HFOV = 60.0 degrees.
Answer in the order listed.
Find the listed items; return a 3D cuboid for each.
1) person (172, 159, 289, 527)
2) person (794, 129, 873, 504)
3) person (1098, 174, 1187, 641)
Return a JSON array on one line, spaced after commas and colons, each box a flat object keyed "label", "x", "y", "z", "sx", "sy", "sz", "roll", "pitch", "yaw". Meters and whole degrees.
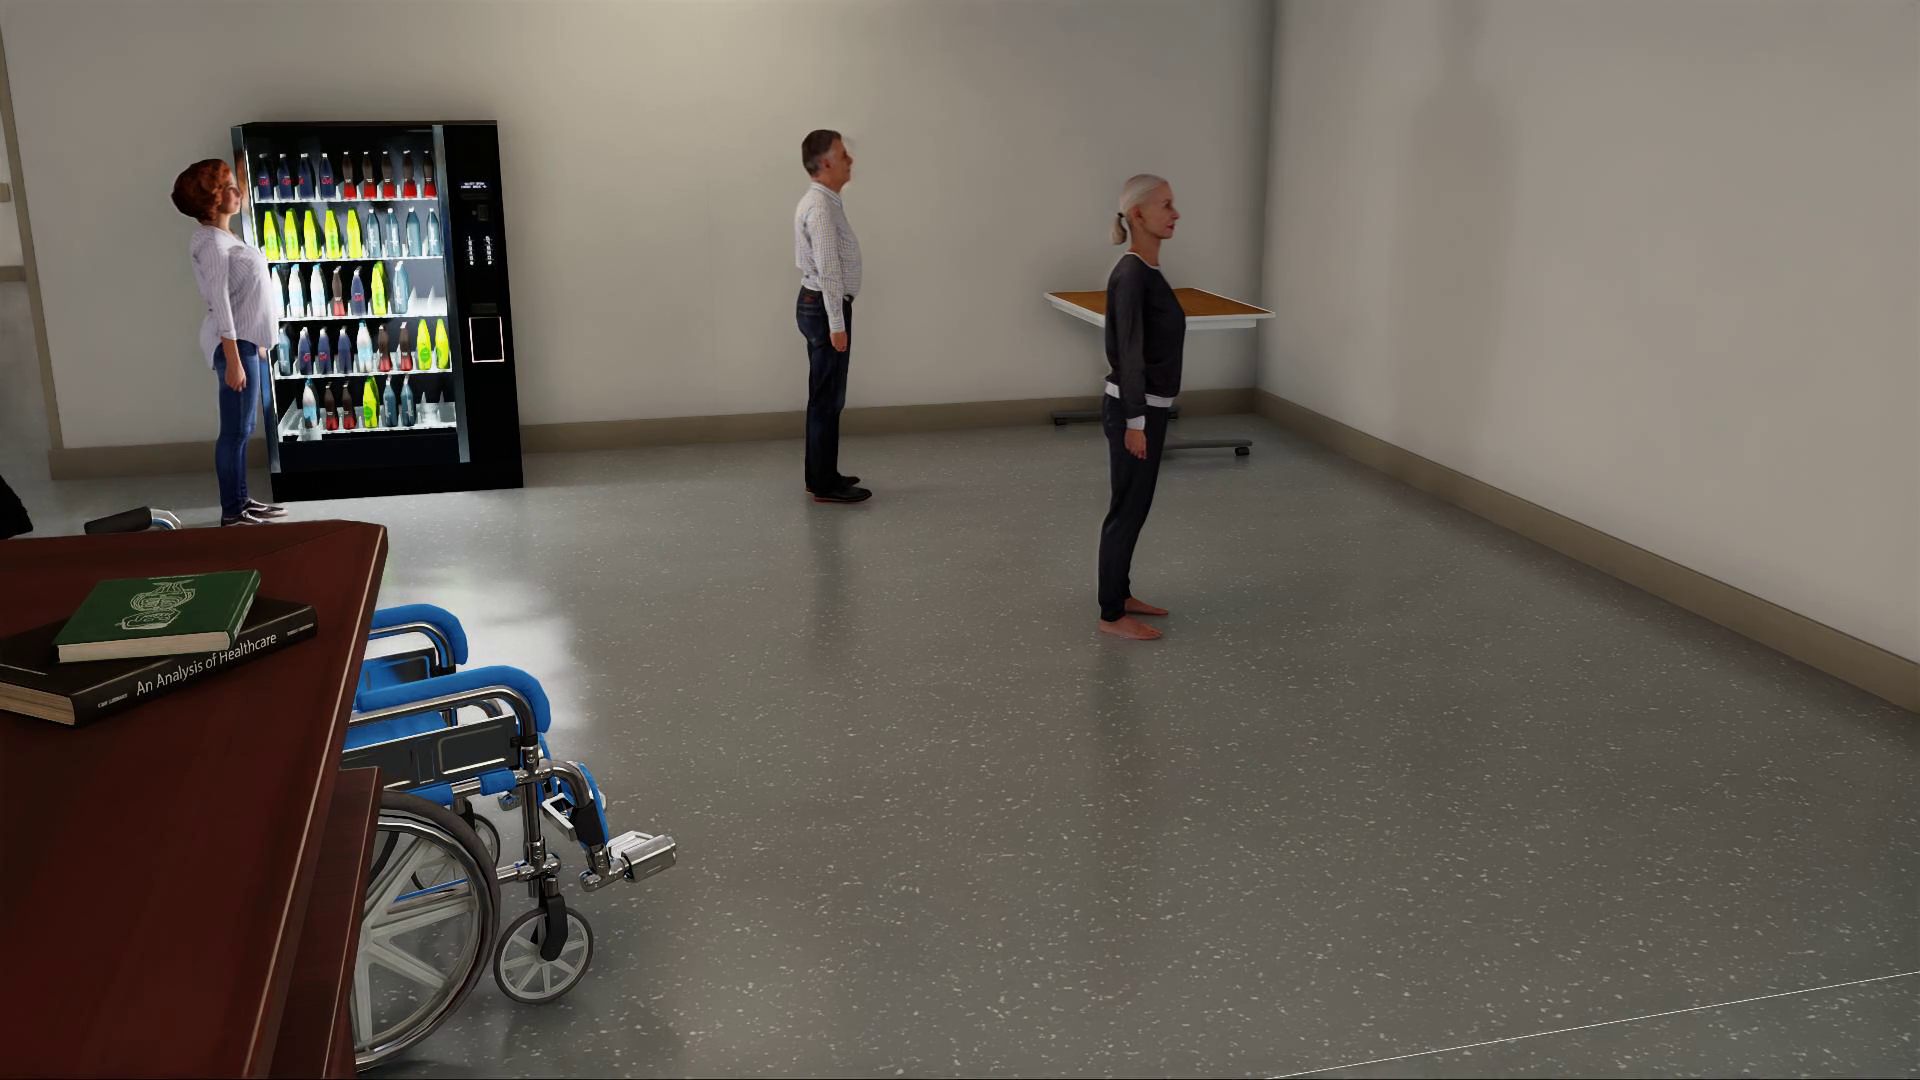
[{"label": "person", "x": -3.383, "y": -0.900, "z": 7.704, "sx": 0.583, "sy": 1.711, "sz": 0.638, "roll": -4, "pitch": 16, "yaw": -15}, {"label": "person", "x": -0.661, "y": -1.111, "z": 8.252, "sx": 0.573, "sy": 1.820, "sz": 0.656, "roll": -3, "pitch": 16, "yaw": -11}, {"label": "person", "x": 0.669, "y": -0.513, "z": 6.306, "sx": 0.676, "sy": 1.726, "sz": 0.690, "roll": 3, "pitch": 16, "yaw": 12}]
